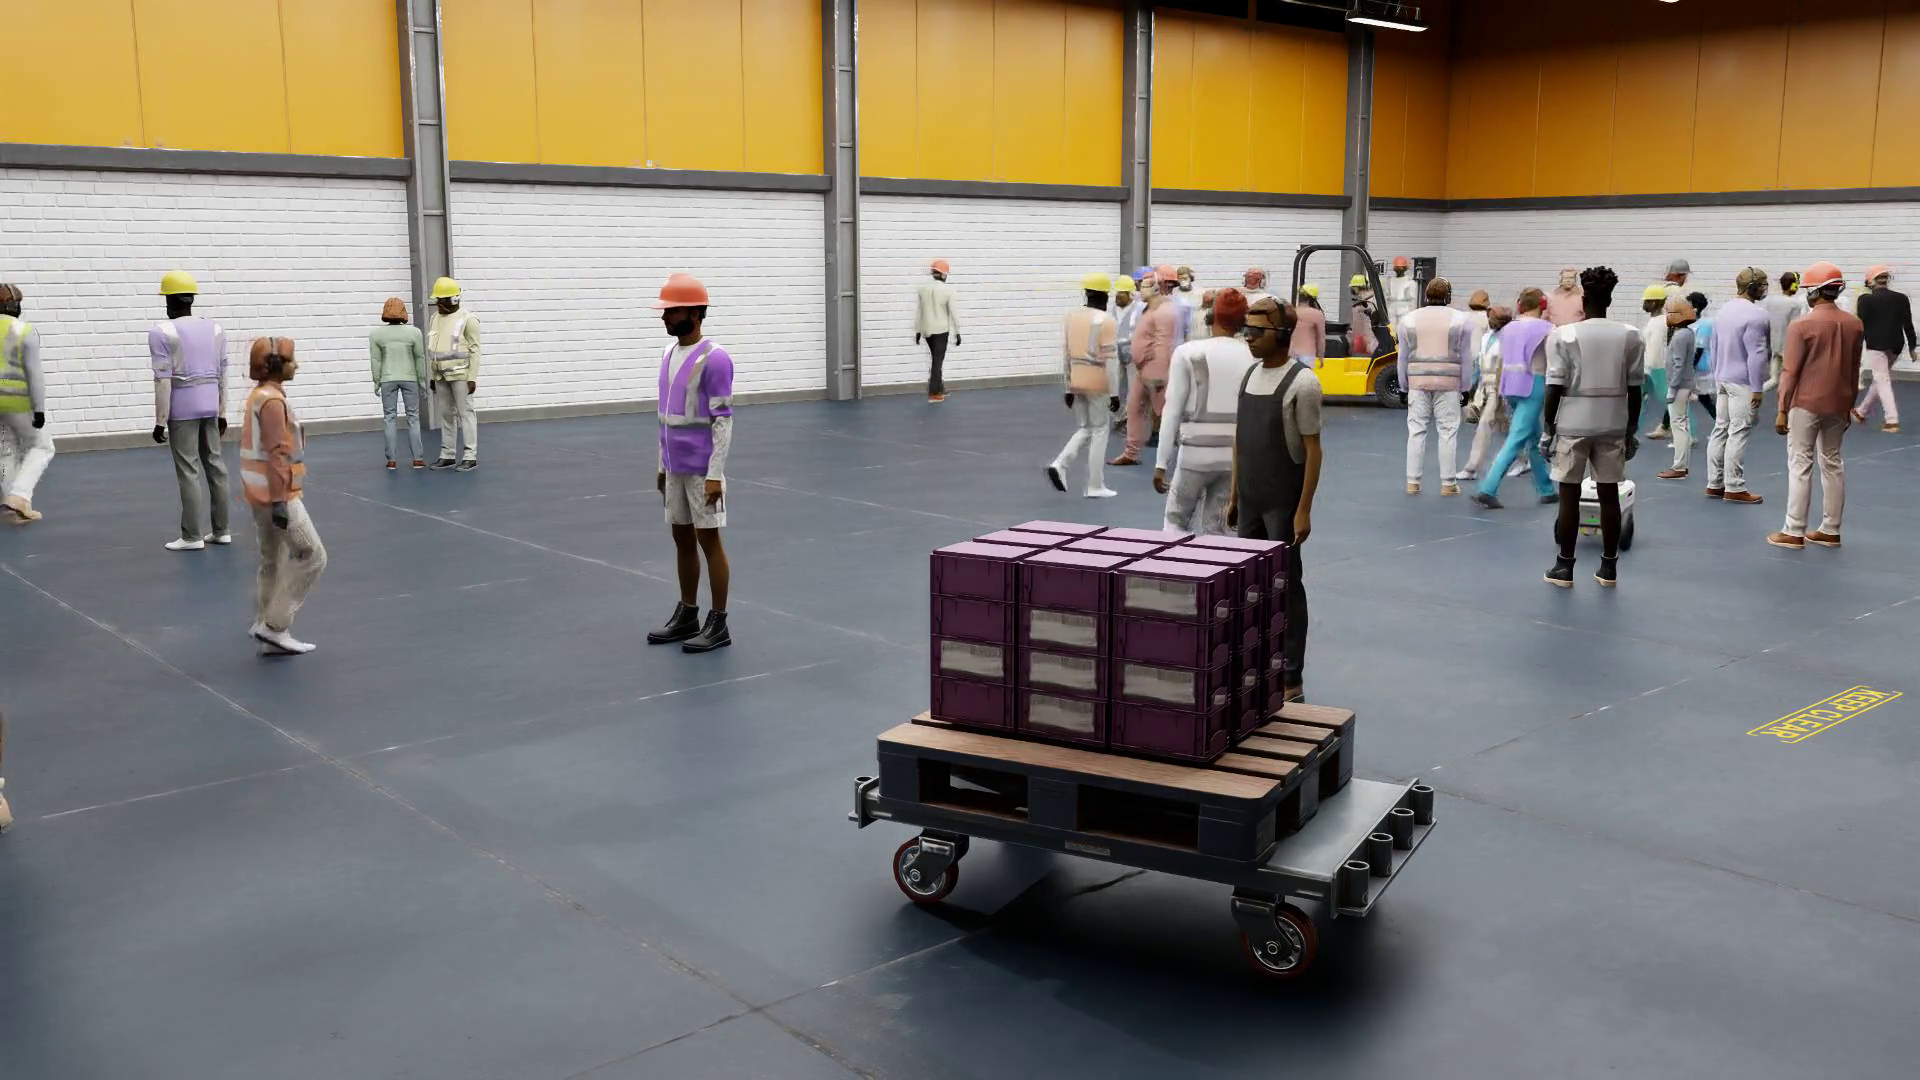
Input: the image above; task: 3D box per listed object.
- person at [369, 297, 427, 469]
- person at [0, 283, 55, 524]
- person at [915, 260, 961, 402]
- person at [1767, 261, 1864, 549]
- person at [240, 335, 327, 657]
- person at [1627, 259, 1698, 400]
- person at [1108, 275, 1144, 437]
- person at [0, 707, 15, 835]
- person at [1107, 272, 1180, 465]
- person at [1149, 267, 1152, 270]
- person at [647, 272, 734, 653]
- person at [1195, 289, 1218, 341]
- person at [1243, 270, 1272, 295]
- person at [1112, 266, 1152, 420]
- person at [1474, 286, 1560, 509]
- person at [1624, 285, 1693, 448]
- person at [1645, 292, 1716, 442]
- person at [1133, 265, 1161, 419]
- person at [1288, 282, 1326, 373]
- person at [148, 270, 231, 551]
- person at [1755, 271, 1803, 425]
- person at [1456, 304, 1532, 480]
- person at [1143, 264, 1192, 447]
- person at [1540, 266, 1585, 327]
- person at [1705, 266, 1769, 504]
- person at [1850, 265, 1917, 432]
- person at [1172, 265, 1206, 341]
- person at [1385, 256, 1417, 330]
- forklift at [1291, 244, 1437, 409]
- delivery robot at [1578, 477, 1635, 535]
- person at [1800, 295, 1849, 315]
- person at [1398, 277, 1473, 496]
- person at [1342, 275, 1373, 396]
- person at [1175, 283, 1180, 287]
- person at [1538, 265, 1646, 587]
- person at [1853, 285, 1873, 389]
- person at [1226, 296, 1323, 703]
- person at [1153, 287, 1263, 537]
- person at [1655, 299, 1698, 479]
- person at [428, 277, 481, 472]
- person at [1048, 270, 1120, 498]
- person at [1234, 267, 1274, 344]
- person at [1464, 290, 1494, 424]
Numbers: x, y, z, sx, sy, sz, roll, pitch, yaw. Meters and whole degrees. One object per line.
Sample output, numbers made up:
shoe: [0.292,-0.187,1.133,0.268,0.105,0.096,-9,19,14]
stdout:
person: [-5.335,-1.485,15.826,0.499,1.633,0.286,-2,10,-13]
person: [-7.126,-1.012,12.504,0.627,1.829,0.429,2,10,9]
person: [-0.237,-2.917,23.233,0.662,1.958,0.863,6,12,33]
person: [5.934,-0.929,11.547,0.617,1.986,0.408,-3,10,-15]
person: [-3.401,-0.208,8.345,0.373,1.623,0.543,-5,11,-29]
person: [9.910,-2.966,23.303,1.033,2.000,0.682,1,10,8]
person: [1.859,-2.051,18.611,0.615,1.811,0.448,9,13,42]
person: [-3.542,0.053,5.620,0.611,2.042,0.396,3,10,18]
person: [1.920,-1.633,15.994,0.892,1.879,0.651,-2,10,-9]
person: [2.844,-3.116,24.680,0.532,1.871,0.319,9,13,42]
person: [-1.389,-0.393,8.539,0.356,1.938,0.543,-9,13,-44]
person: [2.981,-2.250,20.328,0.552,1.620,0.525,-4,11,-24]
person: [3.503,-2.325,20.020,1.014,1.876,0.672,-2,10,-13]
person: [2.367,-2.420,20.504,0.938,1.906,0.616,-1,10,-7]
person: [4.546,-1.144,13.408,0.986,1.791,0.599,-4,10,-21]
person: [7.315,-1.816,17.501,0.909,1.721,0.533,2,10,12]
person: [8.026,-1.877,18.097,0.806,1.646,0.536,0,10,-2]
person: [2.463,-2.467,20.774,0.654,1.906,0.407,-3,10,-16]
person: [3.996,-2.168,19.555,0.520,1.727,0.803,7,12,35]
person: [-5.306,-0.886,11.460,0.365,1.928,0.585,5,11,25]
person: [9.807,-2.275,19.851,0.698,1.841,0.536,-3,10,-17]
person: [4.891,-1.342,15.110,0.875,1.595,0.513,-2,10,-9]
person: [2.180,-1.948,17.643,0.544,1.939,0.354,-2,10,-13]
person: [7.846,-2.600,21.625,0.652,1.889,0.515,4,11,23]
person: [6.403,-1.270,13.671,0.352,1.937,0.635,-1,10,-4]
person: [10.741,-2.235,19.409,0.684,1.903,1.077,-1,10,-7]
person: [2.832,-2.483,20.873,0.642,1.906,0.518,1,10,3]
person: [7.886,-4.086,29.899,0.615,2.026,0.421,7,12,36]
forklift: [5.256,-2.933,22.661,2.313,2.155,1.214,3,10,16]
delivery robot: [4.520,-0.291,11.712,0.477,0.478,0.707,6,11,31]
person: [10.451,-2.348,20.120,0.584,1.884,0.956,7,12,37]
person: [4.023,-1.294,14.099,0.624,1.844,0.429,5,11,25]
person: [5.676,-2.936,23.990,0.699,1.740,0.560,1,10,5]
person: [3.527,-3.379,26.753,0.534,1.690,0.319,4,10,21]
person: [3.855,-0.688,10.182,0.612,1.963,0.361,0,10,0]
person: [13.870,-3.198,25.397,0.433,1.810,0.762,7,12,35]
person: [1.394,-0.169,7.500,0.331,1.844,0.520,-6,11,-31]
person: [1.319,-0.412,8.883,0.674,1.857,0.487,-3,10,-15]
person: [6.533,-1.367,15.134,0.268,1.632,0.506,6,12,33]
person: [-4.787,-1.554,15.675,0.586,1.823,0.403,5,11,28]
person: [1.064,-1.286,13.864,0.522,1.912,0.597,-6,12,-33]
person: [3.082,-1.919,17.563,0.641,1.910,0.401,2,10,10]
person: [6.197,-2.191,19.997,0.496,1.617,0.379,8,13,39]
